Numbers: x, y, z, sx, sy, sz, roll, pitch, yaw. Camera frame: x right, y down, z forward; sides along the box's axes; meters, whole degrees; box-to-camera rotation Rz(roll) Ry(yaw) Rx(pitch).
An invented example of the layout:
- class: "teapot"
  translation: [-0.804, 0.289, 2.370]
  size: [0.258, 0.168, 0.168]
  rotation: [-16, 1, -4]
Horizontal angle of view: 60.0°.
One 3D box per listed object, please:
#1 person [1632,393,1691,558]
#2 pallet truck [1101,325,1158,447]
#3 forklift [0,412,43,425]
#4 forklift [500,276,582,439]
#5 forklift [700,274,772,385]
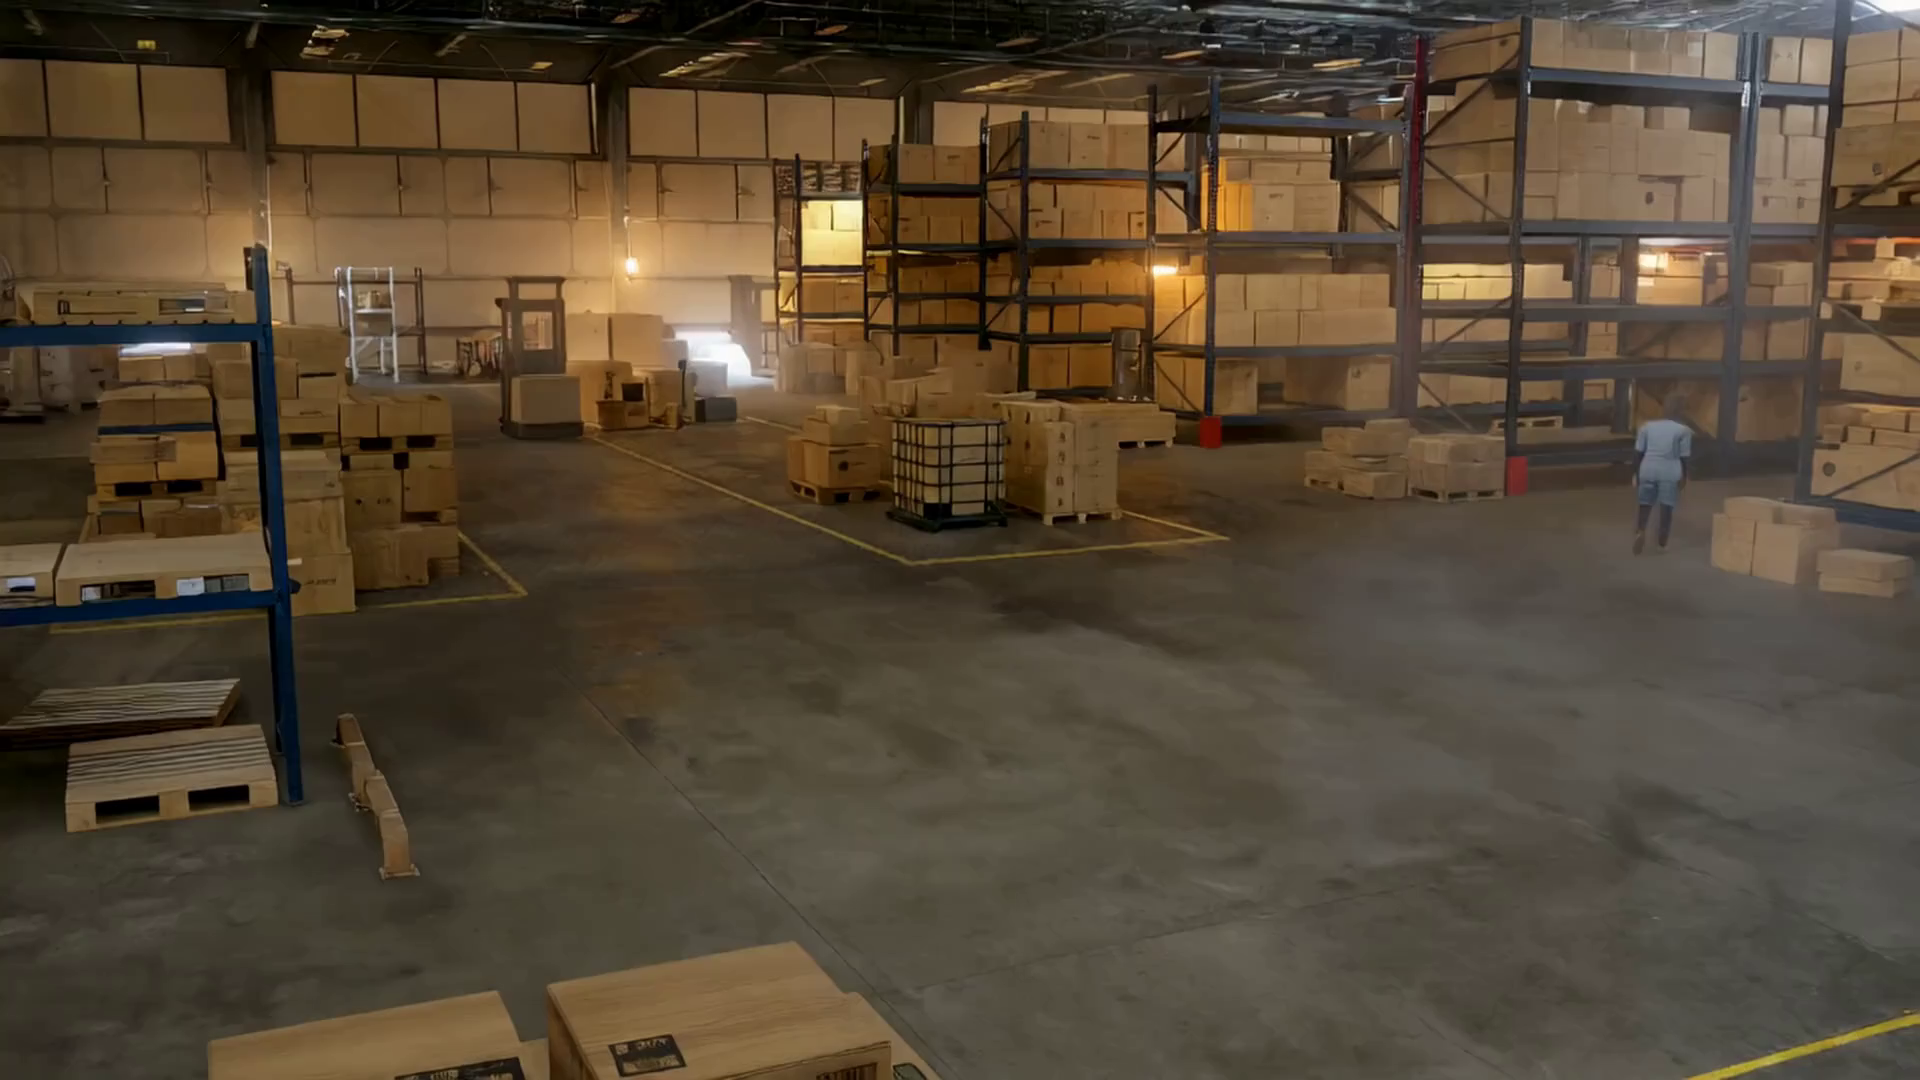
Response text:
- class: "person"
  translation: [7.051, -0.641, 16.750]
  size: [0.557, 1.682, 0.459]
  rotation: [6, 11, 33]
- class: "pallet truck"
  translation: [2.881, -2.596, 27.923]
  size: [0.823, 1.965, 1.885]
  rotation: [-1, 9, -7]
- class: "forklift"
  translation: [-18.230, -3.475, 30.648]
  size: [1.873, 2.768, 1.129]
  rotation: [2, 9, 15]
- class: "forklift"
  translation: [-7.380, -3.234, 29.149]
  size: [1.129, 2.768, 1.873]
  rotation: [-4, 10, -25]
- class: "forklift"
  translation: [-5.568, -5.306, 42.007]
  size: [1.873, 2.768, 1.129]
  rotation: [-4, 10, -25]
